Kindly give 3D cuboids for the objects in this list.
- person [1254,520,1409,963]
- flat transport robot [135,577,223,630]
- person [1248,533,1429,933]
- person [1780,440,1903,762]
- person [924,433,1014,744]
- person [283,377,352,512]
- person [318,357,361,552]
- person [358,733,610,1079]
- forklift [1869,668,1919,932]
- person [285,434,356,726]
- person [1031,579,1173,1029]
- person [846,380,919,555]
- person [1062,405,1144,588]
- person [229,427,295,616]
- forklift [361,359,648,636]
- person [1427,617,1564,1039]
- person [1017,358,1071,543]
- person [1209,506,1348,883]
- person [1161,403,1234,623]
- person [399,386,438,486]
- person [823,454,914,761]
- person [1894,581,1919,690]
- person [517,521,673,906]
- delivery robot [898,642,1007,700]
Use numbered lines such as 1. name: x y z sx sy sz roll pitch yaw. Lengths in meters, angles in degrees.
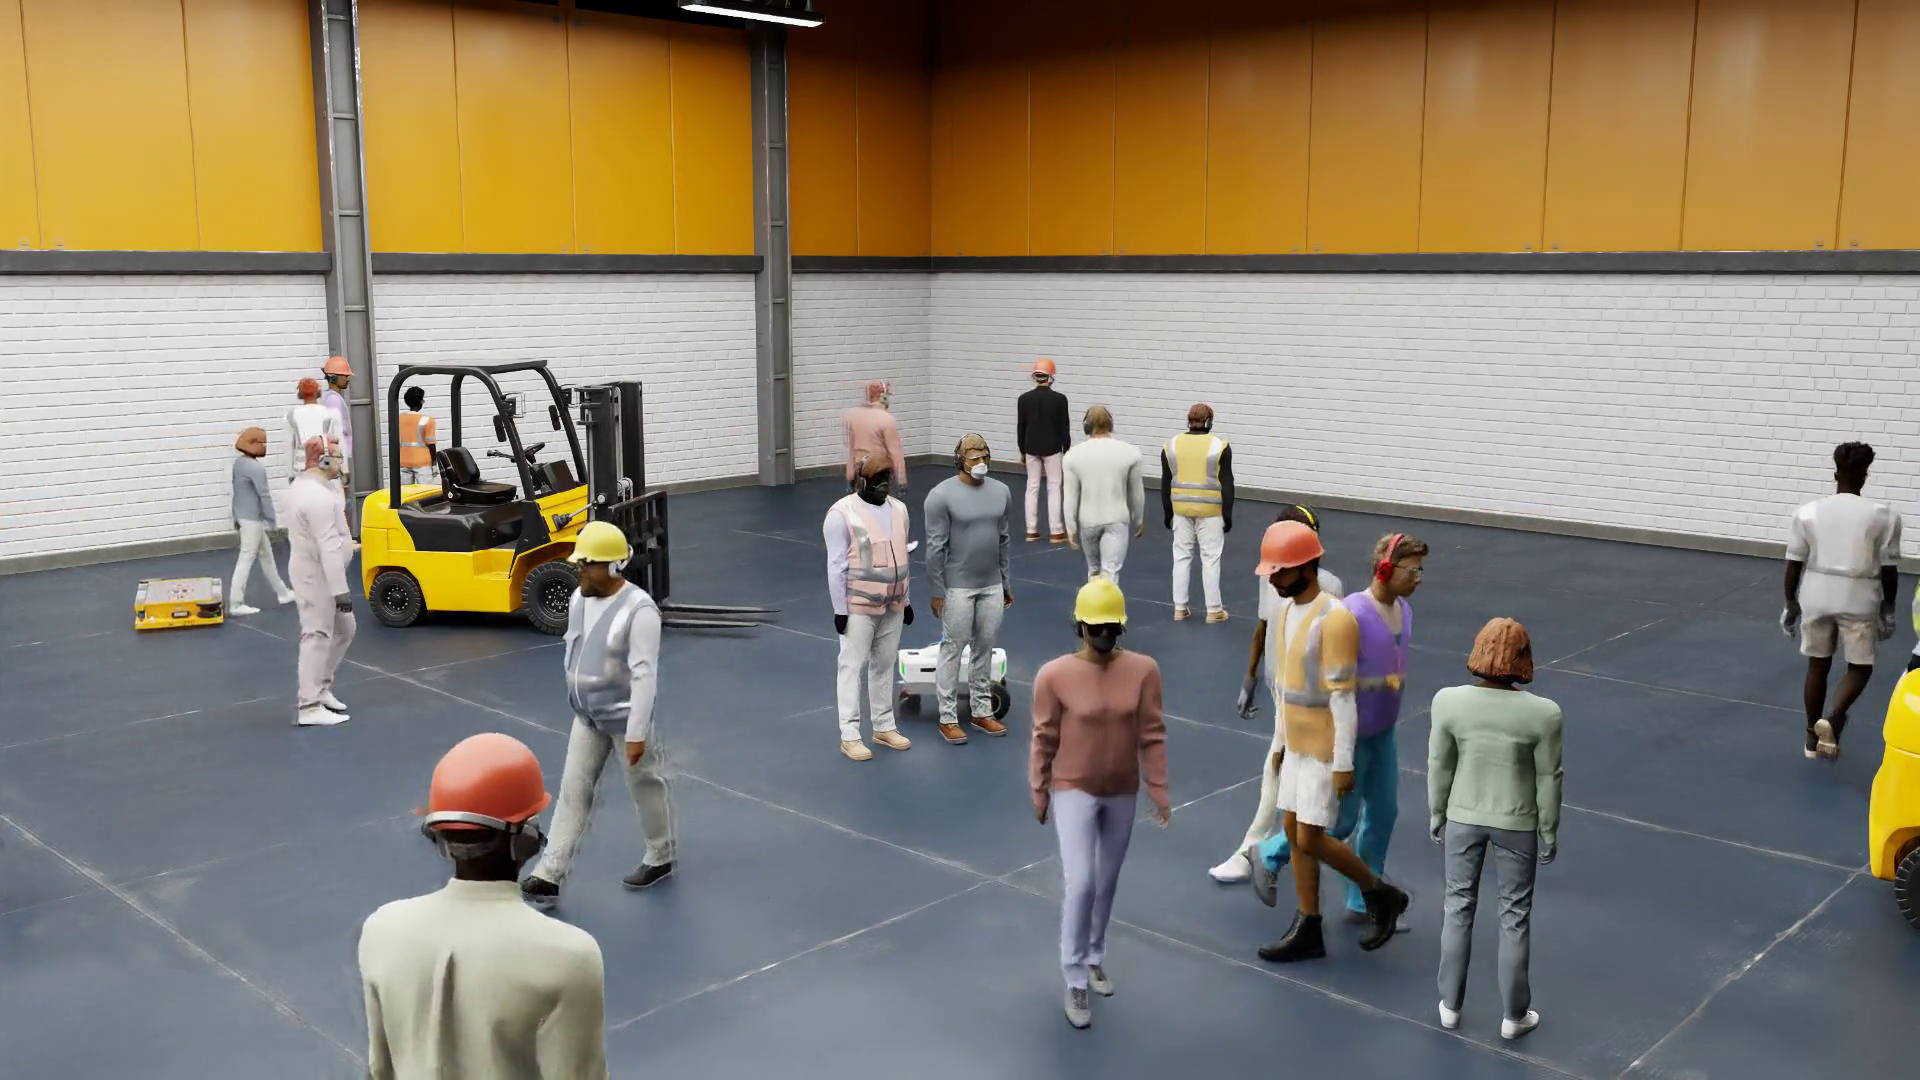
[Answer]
1. person: 1.530 0.862 7.054 0.614 1.904 0.596 -2 10 -15
2. flat transport robot: -6.639 0.516 14.158 0.652 0.197 1.431 -4 10 -24
3. person: 1.706 0.848 7.432 0.675 1.811 0.608 8 12 42
4. person: 5.185 0.385 9.844 0.637 1.943 0.622 8 12 39
5. person: 0.070 0.295 10.415 0.636 1.938 0.358 -7 11 -35
6. person: -6.470 -0.708 16.750 0.638 1.873 0.550 -1 9 -6
7. person: -6.482 -0.895 17.396 0.389 2.039 0.614 -5 11 -28
8. person: -0.983 1.380 3.707 0.659 1.952 0.915 3 10 19
9. forklift: 5.205 0.723 7.013 2.313 2.155 1.214 9 13 43
10. person: -4.126 0.265 10.766 0.484 1.889 0.665 -5 10 -26
11. person: 0.577 1.021 6.567 0.529 1.744 0.682 -3 10 -17
12. person: -0.757 -0.637 16.370 1.025 1.855 0.664 -7 12 -38
13. person: 1.125 -0.123 13.179 0.638 1.884 1.074 2 9 11
14. person: -5.981 -0.174 14.316 0.799 1.593 0.508 -9 13 -43
15. forklift: -3.850 -0.407 13.936 2.313 2.155 1.214 2 9 11
16. person: 2.051 1.102 6.404 0.502 1.633 0.280 5 10 27
17. person: 0.919 -0.963 17.961 0.617 1.992 0.393 5 10 26
18. person: 1.615 0.726 8.152 0.967 1.821 0.542 -6 11 -32
19. person: 1.996 -0.224 13.917 0.622 1.838 0.430 5 11 28
20. person: -5.883 -0.815 17.994 0.532 1.691 0.321 3 10 16
21. person: -0.523 0.394 10.104 0.621 1.845 0.429 -9 13 -43
22. person: 5.334 0.579 9.042 0.571 1.813 0.624 4 10 25
23. person: -1.683 0.814 7.655 0.623 1.791 0.904 7 12 38
24. delivery robot: -0.054 0.846 10.981 0.707 0.478 0.477 -1 9 -3
